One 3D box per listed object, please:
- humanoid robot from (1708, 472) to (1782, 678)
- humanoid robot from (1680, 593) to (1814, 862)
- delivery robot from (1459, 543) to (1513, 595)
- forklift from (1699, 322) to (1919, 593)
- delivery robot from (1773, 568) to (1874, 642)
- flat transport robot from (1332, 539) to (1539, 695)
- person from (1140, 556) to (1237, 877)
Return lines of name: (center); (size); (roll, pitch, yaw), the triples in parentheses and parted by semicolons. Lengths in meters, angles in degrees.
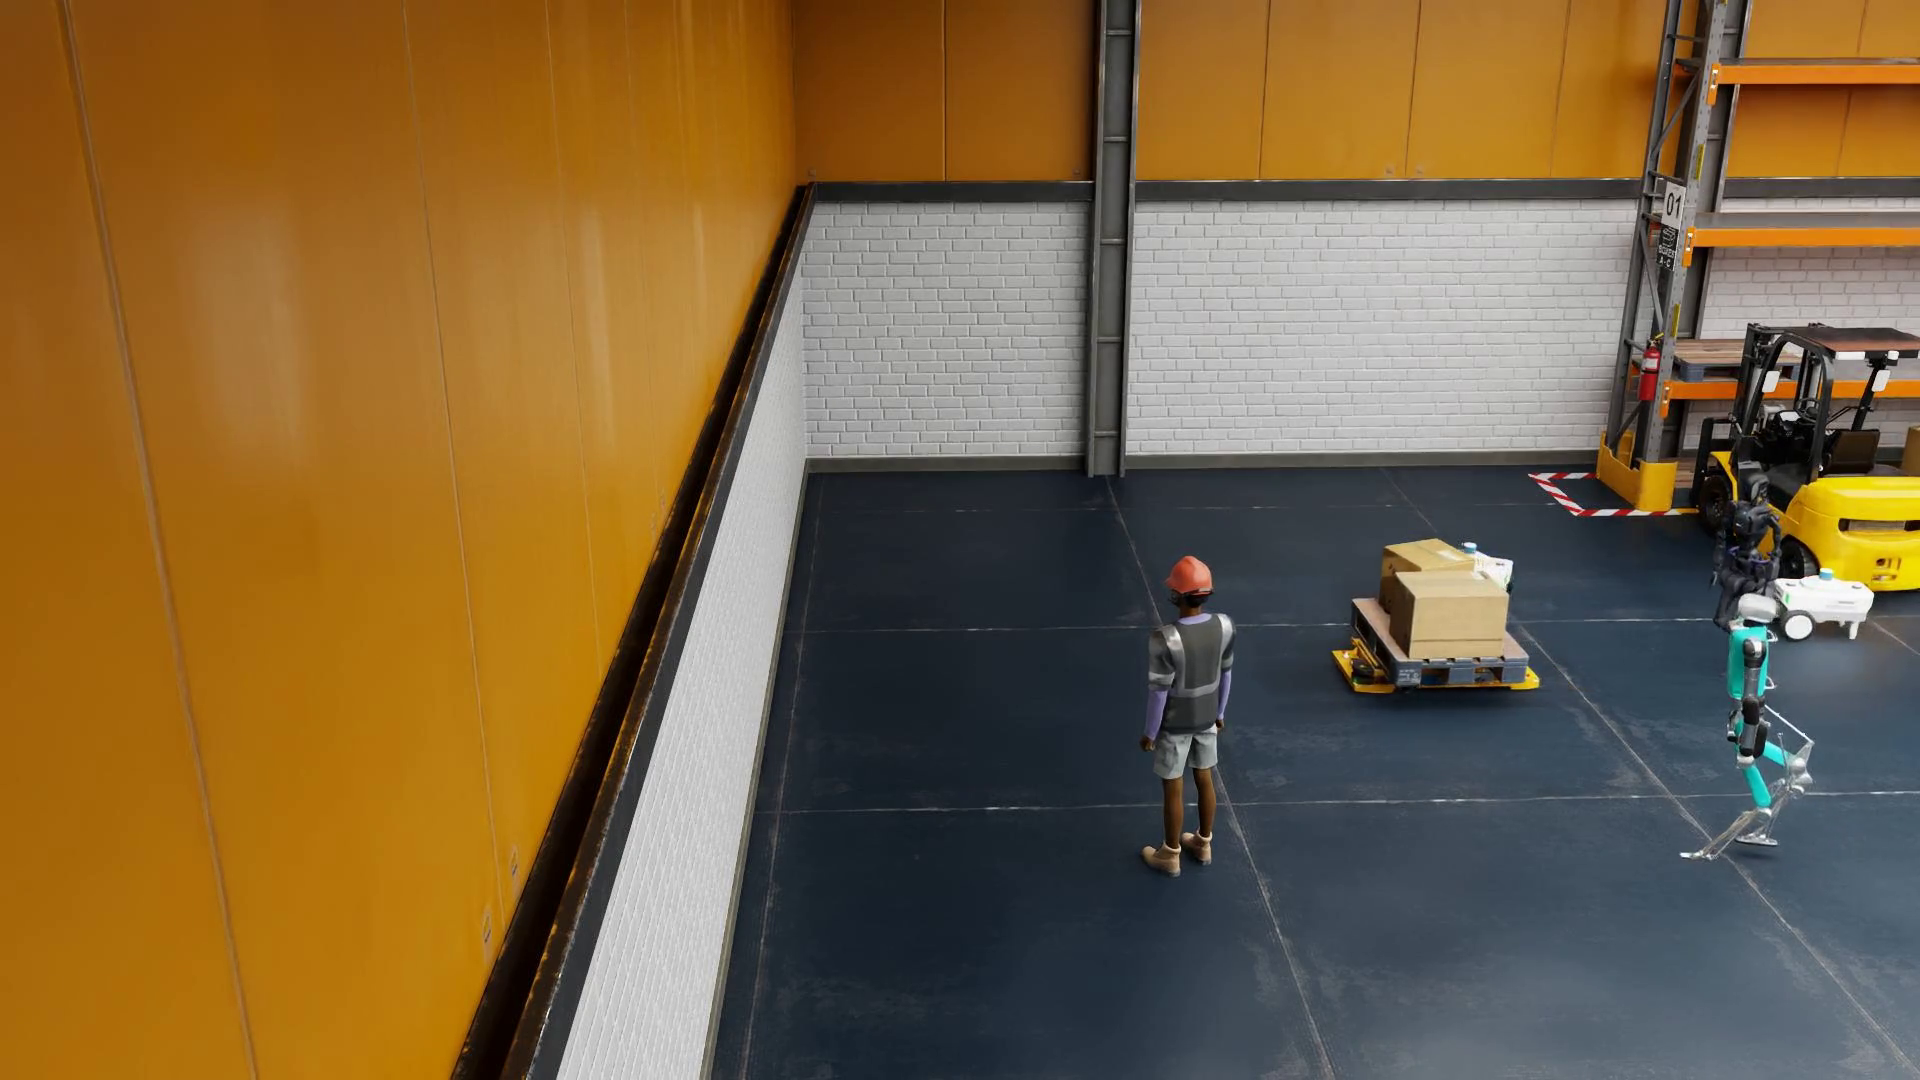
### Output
humanoid robot: (6.117, 0.257, 12.843); (0.452, 1.647, 0.589); (-11, 23, -27)
humanoid robot: (4.955, 1.203, 10.194); (0.871, 1.786, 0.542); (5, 21, 14)
delivery robot: (4.377, 0.329, 14.261); (0.781, 0.605, 0.499); (8, 22, 21)
forklift: (7.809, -0.792, 14.926); (1.214, 2.155, 2.313); (-1, 20, -2)
delivery robot: (7.067, 0.524, 13.728); (0.773, 0.601, 0.528); (2, 20, 6)
flat transport robot: (3.690, 0.964, 12.940); (1.431, 0.231, 0.659); (-1, 20, -3)
person: (1.358, 1.071, 10.092); (0.604, 2.044, 0.374); (-11, 23, -27)
